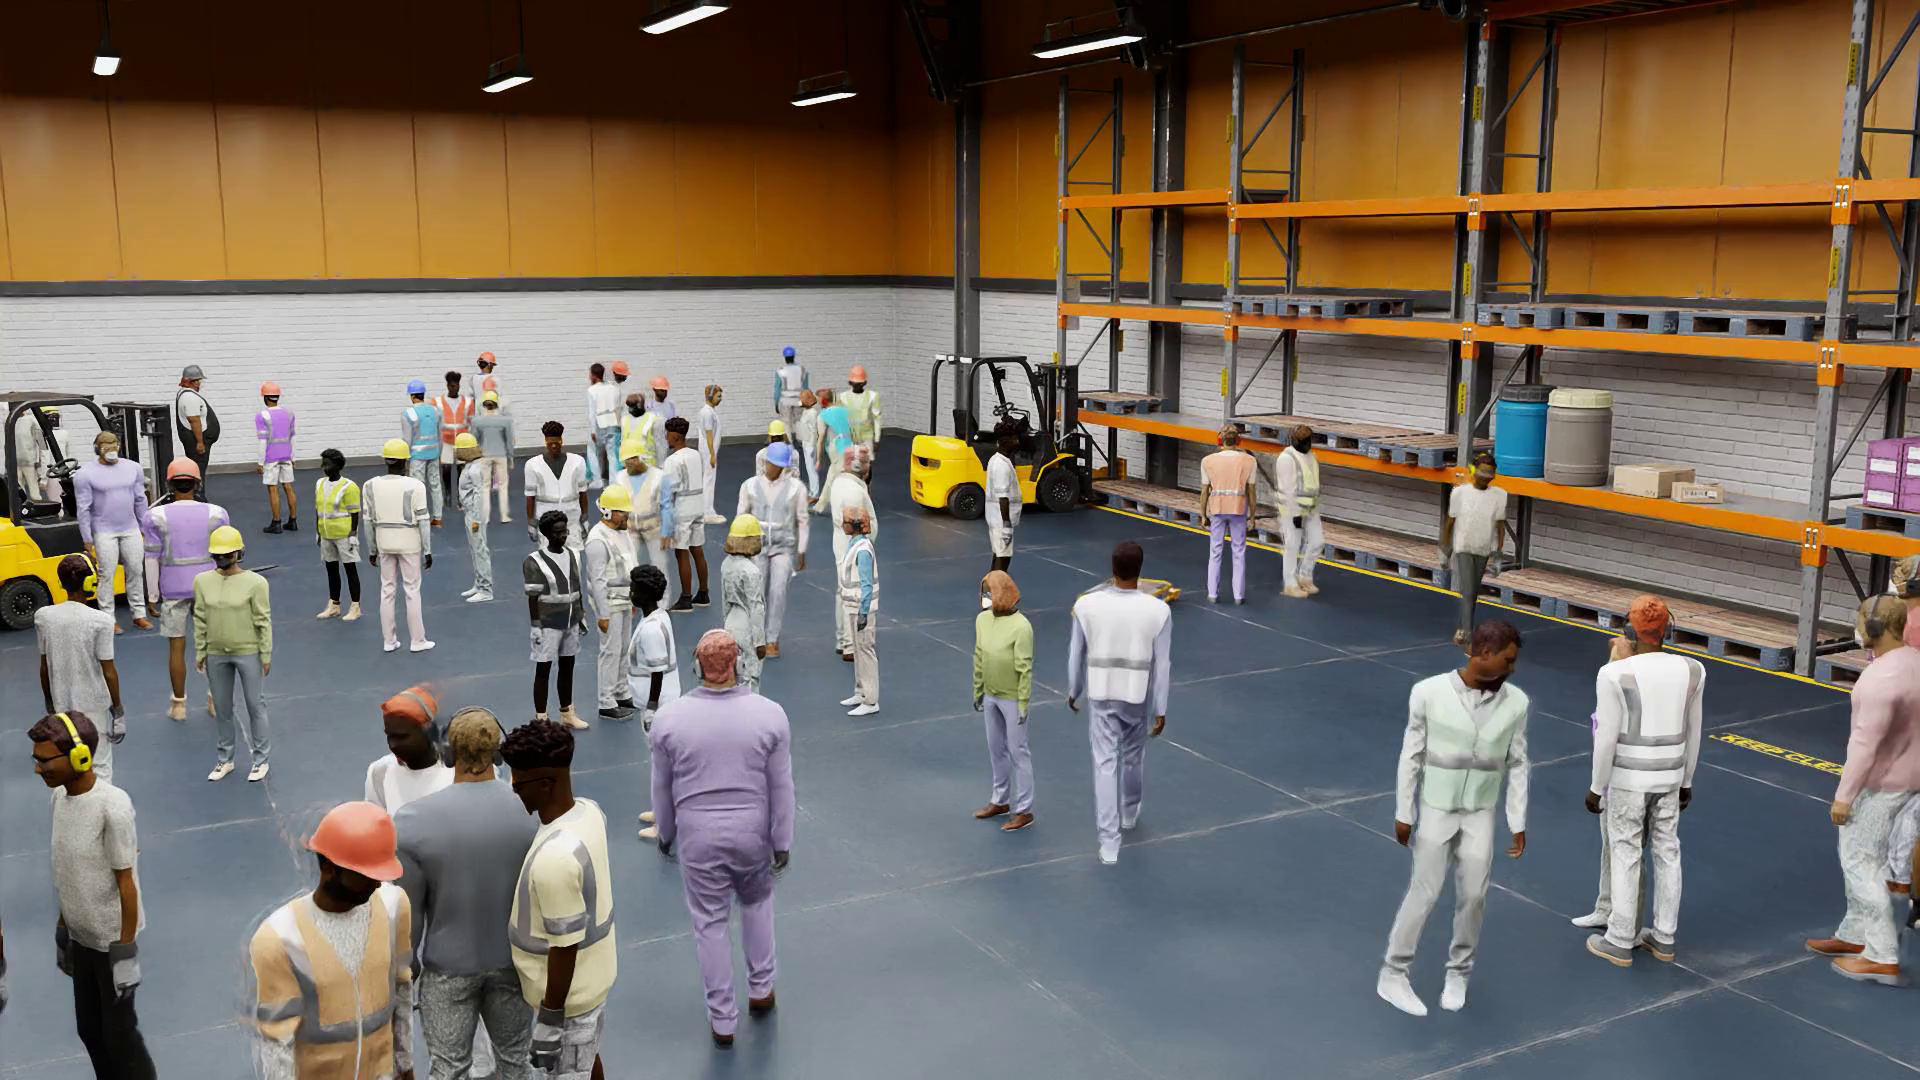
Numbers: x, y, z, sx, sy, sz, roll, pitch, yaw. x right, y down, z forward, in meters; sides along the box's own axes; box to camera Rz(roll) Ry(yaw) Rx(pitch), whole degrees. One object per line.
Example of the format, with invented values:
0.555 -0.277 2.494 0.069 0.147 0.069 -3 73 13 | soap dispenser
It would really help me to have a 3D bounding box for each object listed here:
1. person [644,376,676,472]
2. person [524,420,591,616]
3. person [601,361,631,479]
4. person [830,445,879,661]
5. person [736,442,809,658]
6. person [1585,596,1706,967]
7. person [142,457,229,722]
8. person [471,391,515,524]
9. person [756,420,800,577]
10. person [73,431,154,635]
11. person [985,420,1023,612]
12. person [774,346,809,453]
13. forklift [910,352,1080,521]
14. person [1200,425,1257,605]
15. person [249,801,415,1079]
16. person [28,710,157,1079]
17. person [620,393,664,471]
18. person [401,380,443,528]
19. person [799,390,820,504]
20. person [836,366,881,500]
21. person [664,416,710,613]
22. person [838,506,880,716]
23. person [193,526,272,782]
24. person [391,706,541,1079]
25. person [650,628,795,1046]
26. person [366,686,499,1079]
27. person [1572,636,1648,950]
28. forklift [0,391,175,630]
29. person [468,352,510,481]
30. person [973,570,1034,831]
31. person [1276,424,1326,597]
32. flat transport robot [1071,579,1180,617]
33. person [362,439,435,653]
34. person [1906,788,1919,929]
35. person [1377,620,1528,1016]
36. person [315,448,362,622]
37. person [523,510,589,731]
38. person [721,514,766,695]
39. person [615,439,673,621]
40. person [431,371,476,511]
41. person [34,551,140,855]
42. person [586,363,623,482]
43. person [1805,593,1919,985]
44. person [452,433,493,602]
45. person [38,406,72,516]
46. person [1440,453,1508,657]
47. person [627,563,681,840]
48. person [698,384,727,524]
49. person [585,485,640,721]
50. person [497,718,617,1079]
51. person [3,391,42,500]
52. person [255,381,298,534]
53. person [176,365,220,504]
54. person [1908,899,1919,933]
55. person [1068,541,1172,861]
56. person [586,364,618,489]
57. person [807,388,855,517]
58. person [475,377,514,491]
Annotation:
-4.230 -1.364 23.224 1.018 1.885 0.548 6 11 31 | person
-3.936 -0.201 16.287 0.614 1.952 0.386 -4 11 -21 | person
-5.402 -1.868 26.059 0.597 1.883 0.581 -1 10 -3 | person
-0.918 0.109 14.630 0.402 1.905 0.650 -3 10 -16 | person
-1.670 0.083 14.721 0.672 1.914 0.447 1 10 4 | person
3.426 1.210 8.356 0.575 1.882 0.359 -2 10 -10 | person
-5.898 0.375 12.746 0.612 2.030 0.403 -6 12 -33 | person
-6.168 -1.071 21.913 0.578 1.764 0.310 -2 10 -11 | person
-1.996 -0.450 18.309 0.493 1.743 0.314 -2 10 -13 | person
-7.932 -0.068 15.602 0.377 1.927 0.635 8 13 39 | person
0.430 -0.190 16.167 0.361 1.965 0.613 -1 10 -5 | person
-2.958 -2.428 29.164 0.625 1.927 0.440 -4 11 -21 | person
0.460 -1.461 22.833 2.313 2.155 1.214 -5 11 -28 | forklift
2.720 -0.248 16.890 0.560 1.836 0.394 2 10 11 | person
-2.027 1.730 5.428 0.988 1.868 0.559 9 14 43 | person
-3.333 1.559 6.429 0.531 1.856 0.329 7 12 34 | person
-4.046 -0.996 21.304 0.636 1.809 0.863 5 11 26 | person
-6.911 -1.087 21.383 0.383 1.949 0.605 7 12 34 | person
-2.145 -1.328 23.712 0.276 1.627 0.504 -3 10 -16 | person
-1.403 -1.415 23.102 0.620 2.011 0.598 0 10 0 | person
-2.759 -0.262 16.621 0.389 1.956 0.606 4 11 23 | person
-0.780 0.542 12.899 0.311 1.638 0.523 -2 10 -12 | person
-4.913 0.769 11.255 0.527 1.761 0.333 0 10 3 | person
-1.775 1.567 6.182 0.635 1.928 0.381 -5 11 -26 | person
-1.091 1.329 7.663 0.641 1.884 0.689 -2 10 -9 | person
-2.171 1.510 6.687 0.601 1.850 0.843 4 11 23 | person
3.414 1.292 8.574 0.308 1.642 0.510 0 10 2 | person
-9.026 -0.363 16.508 1.214 2.155 2.313 6 11 29 | forklift
-7.321 -1.905 25.849 0.605 2.035 0.385 4 11 21 | person
0.266 0.988 10.377 0.284 1.624 0.503 -8 13 -39 | person
3.534 -0.292 17.190 0.638 1.818 0.495 -9 13 -42 | person
1.672 0.576 16.634 0.652 0.197 1.431 5 11 25 | flat transport robot
-5.009 0.055 14.868 0.594 1.926 0.367 1 10 5 | person
5.246 1.140 8.641 0.393 1.927 0.549 -6 12 -31 | person
2.367 1.298 7.917 0.654 1.868 0.438 -1 10 -7 | person
-6.043 -0.050 16.137 0.532 1.698 0.319 4 11 23 | person
-2.980 0.614 12.314 0.319 1.697 0.533 7 12 34 | person
-1.509 0.679 11.815 0.304 1.742 0.487 -7 12 -35 | person
-3.077 -0.073 16.031 0.646 1.796 0.627 2 10 9 | person
-6.978 -1.366 22.972 0.633 1.948 0.420 -5 11 -25 | person
-5.096 0.993 9.677 0.510 1.861 0.324 1 10 8 | person
-5.547 -1.778 25.595 1.002 1.861 0.602 6 12 32 | person
4.540 1.212 8.253 0.426 1.910 0.662 8 13 40 | person
-5.015 -0.237 17.087 0.323 1.741 0.491 -4 11 -23 | person
-10.871 -0.751 19.974 0.315 1.770 0.524 1 10 5 | person
4.587 0.111 14.896 0.511 1.820 0.916 0 10 2 | person
-1.872 0.983 10.190 0.319 1.695 0.539 -1 10 -7 | person
-3.283 -1.134 21.977 0.344 1.839 0.506 -2 10 -10 | person
-2.645 0.478 12.759 0.403 1.818 0.600 1 10 8 | person
-1.424 1.588 5.955 0.377 1.959 0.603 -1 10 -4 | person
-11.612 -0.915 20.625 0.534 1.868 0.309 1 10 7 | person
-8.731 -1.050 21.203 0.361 1.935 0.553 6 12 31 | person
-10.494 -1.405 22.951 0.538 2.000 0.689 -7 12 -34 | person
5.238 1.073 8.681 0.397 2.043 0.609 5 11 28 | person
0.960 0.929 10.016 0.613 1.867 0.997 1 10 6 | person
-5.401 -1.687 24.979 0.675 1.891 0.611 8 13 38 | person
-1.636 -1.140 22.257 1.050 1.761 0.573 5 11 27 | person
-7.022 -1.627 25.177 0.584 1.721 0.779 1 10 6 | person
